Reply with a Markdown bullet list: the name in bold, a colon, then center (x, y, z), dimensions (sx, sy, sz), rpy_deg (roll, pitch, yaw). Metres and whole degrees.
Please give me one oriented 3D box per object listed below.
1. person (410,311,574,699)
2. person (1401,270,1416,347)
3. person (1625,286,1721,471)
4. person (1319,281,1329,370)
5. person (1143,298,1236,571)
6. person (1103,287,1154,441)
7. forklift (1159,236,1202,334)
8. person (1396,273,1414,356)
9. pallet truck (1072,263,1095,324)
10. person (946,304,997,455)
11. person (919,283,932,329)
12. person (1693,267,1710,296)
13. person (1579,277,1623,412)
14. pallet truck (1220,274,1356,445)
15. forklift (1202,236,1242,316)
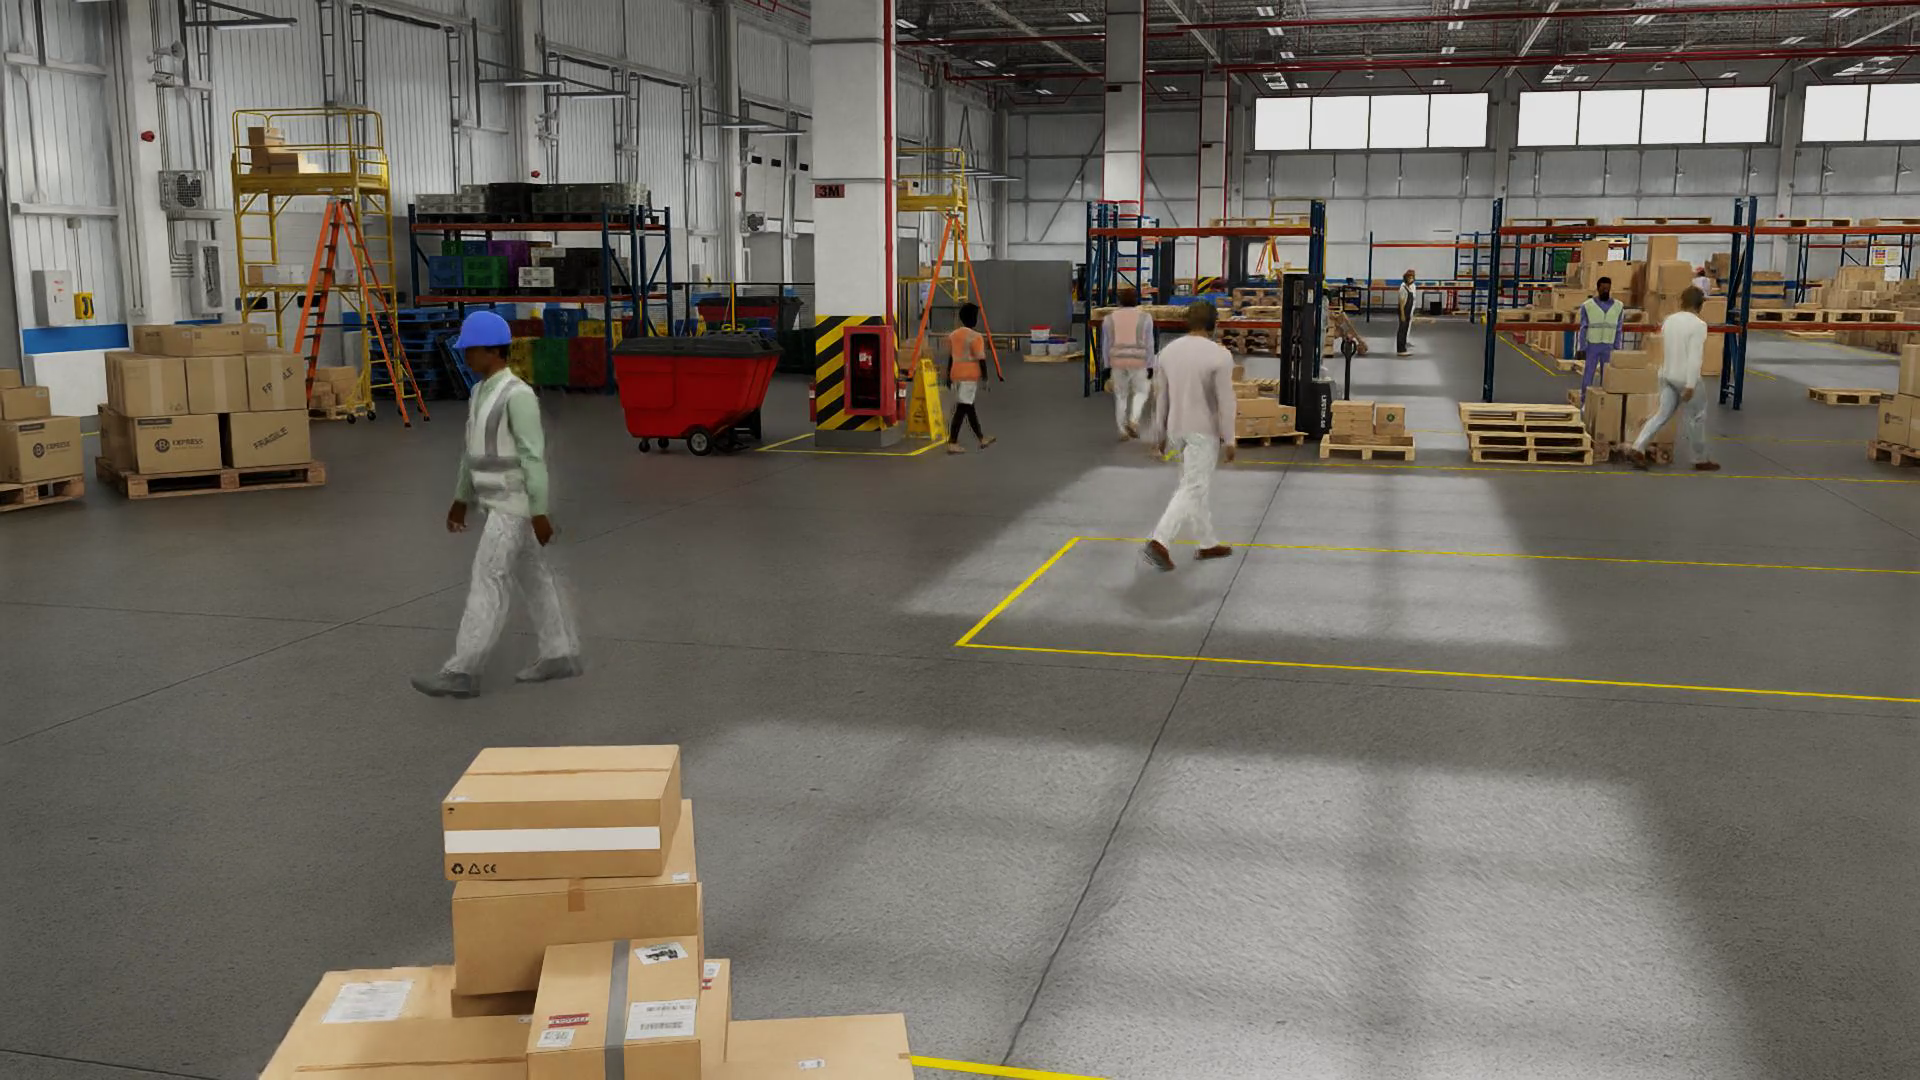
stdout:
- **person**: center (-2.372, -0.175, 8.284), dimensions (0.954, 1.901, 0.605), rpy_deg (-6, 11, -30)
- **person**: center (10.899, -5.623, 40.442), dimensions (0.337, 1.882, 0.584), rpy_deg (9, 13, 42)
- **person**: center (7.288, -1.630, 16.917), dimensions (0.955, 1.902, 0.640), rpy_deg (-2, 10, -14)
- **person**: center (6.929, -4.117, 32.022), dimensions (0.486, 1.738, 0.321), rpy_deg (-6, 11, -30)
- **person**: center (1.615, -0.746, 11.698), dimensions (0.980, 1.905, 0.644), rpy_deg (-8, 13, -40)
- **person**: center (1.998, -2.073, 19.722), dimensions (0.646, 1.824, 0.443), rpy_deg (4, 10, 21)
- **forklift**: center (5.866, -7.214, 46.878), dimensions (1.873, 2.768, 1.129), rpy_deg (2, 10, 14)
- **person**: center (9.867, -4.988, 36.817), dimensions (0.343, 1.847, 0.507), rpy_deg (6, 11, 32)
- **pallet truck**: center (4.325, -8.180, 55.162), dimensions (0.823, 1.965, 1.885), rpy_deg (6, 11, 31)
- **person**: center (0.157, -1.793, 18.516), dimensions (0.845, 1.656, 0.553), rpy_deg (-7, 12, -36)
- **person**: center (-0.963, -7.359, 50.538), dimensions (0.544, 1.930, 0.389), rpy_deg (-4, 10, -23)
- **person**: center (22.999, -7.498, 51.481), dimensions (0.421, 1.887, 0.608), rpy_deg (-5, 11, -29)
- **person**: center (8.997, -2.738, 23.395), dimensions (0.585, 1.911, 0.391), rpy_deg (0, 10, 0)
- **pallet truck**: center (3.653, -2.138, 19.590), dimensions (1.885, 1.965, 0.823), rpy_deg (-4, 10, -20)
- **forklift**: center (8.324, -7.826, 50.481), dimensions (1.873, 2.768, 1.129), rpy_deg (2, 10, 14)
